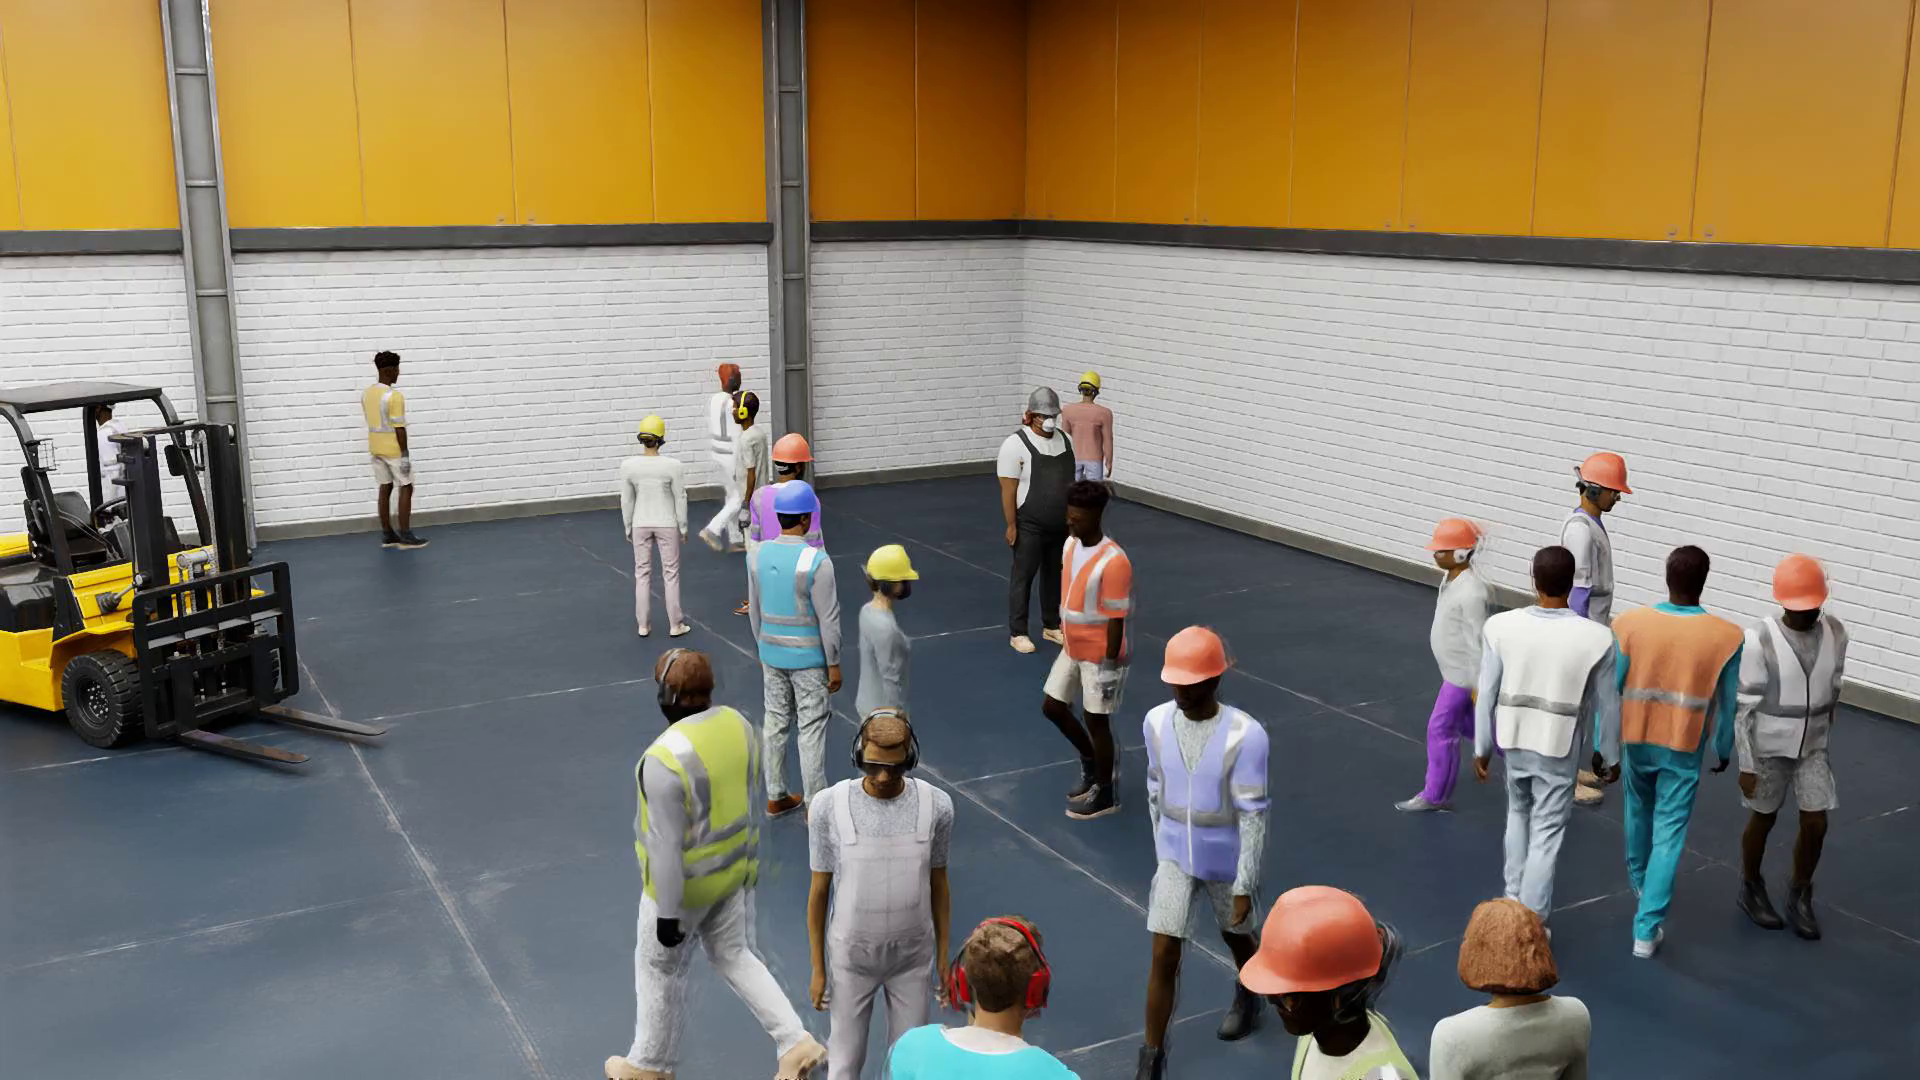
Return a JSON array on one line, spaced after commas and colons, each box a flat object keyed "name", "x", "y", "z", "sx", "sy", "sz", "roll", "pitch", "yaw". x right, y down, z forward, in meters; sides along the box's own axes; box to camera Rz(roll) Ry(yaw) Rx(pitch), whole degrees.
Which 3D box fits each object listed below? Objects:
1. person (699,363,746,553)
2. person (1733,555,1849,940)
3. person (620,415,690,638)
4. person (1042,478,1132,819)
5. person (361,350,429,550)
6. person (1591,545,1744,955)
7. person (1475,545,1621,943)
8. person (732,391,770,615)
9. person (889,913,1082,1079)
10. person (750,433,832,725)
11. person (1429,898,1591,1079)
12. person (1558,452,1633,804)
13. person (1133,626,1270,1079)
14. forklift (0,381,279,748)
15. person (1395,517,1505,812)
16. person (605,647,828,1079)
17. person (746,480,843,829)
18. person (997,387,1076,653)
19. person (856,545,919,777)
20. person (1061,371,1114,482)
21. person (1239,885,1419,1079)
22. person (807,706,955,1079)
[{"name": "person", "x": -2.233, "y": -0.775, "z": 15.994, "sx": 0.582, "sy": 1.867, "sz": 0.595, "roll": -7, "pitch": 14, "yaw": -30}, {"name": "person", "x": 3.857, "y": 0.965, "z": 7.797, "sx": 0.581, "sy": 1.883, "sz": 0.597, "roll": -1, "pitch": 12, "yaw": -4}, {"name": "person", "x": -2.394, "y": -0.102, "z": 13.087, "sx": 0.524, "sy": 1.770, "sz": 0.315, "roll": 1, "pitch": 12, "yaw": 4}, {"name": "person", "x": 0.711, "y": 0.612, "z": 9.295, "sx": 0.420, "sy": 1.948, "sz": 0.633, "roll": -6, "pitch": 13, "yaw": -25}, {"name": "person", "x": -5.580, "y": -0.883, "z": 16.306, "sx": 0.635, "sy": 1.961, "sz": 0.395, "roll": 9, "pitch": 15, "yaw": 37}, {"name": "person", "x": 3.382, "y": 0.946, "z": 7.935, "sx": 0.602, "sy": 1.861, "sz": 1.002, "roll": 8, "pitch": 14, "yaw": 31}, {"name": "person", "x": 2.762, "y": 0.963, "z": 7.782, "sx": 0.611, "sy": 1.891, "sz": 0.675, "roll": 9, "pitch": 15, "yaw": 37}, {"name": "person", "x": -1.733, "y": -0.307, "z": 13.808, "sx": 0.309, "sy": 1.868, "sz": 0.534, "roll": 1, "pitch": 12, "yaw": 7}, {"name": "person", "x": 0.030, "y": 1.827, "z": 4.084, "sx": 0.573, "sy": 1.761, "sz": 1.050, "roll": 6, "pitch": 13, "yaw": 26}, {"name": "person", "x": -1.107, "y": 0.259, "z": 10.991, "sx": 0.553, "sy": 1.935, "sz": 0.361, "roll": 7, "pitch": 14, "yaw": 30}, {"name": "person", "x": 1.490, "y": 1.778, "z": 4.611, "sx": 0.504, "sy": 1.627, "sz": 0.276, "roll": -4, "pitch": 13, "yaw": -17}, {"name": "person", "x": 3.633, "y": 0.495, "z": 9.657, "sx": 0.385, "sy": 2.035, "sz": 0.605, "roll": 4, "pitch": 13, "yaw": 20}, {"name": "person", "x": 0.991, "y": 1.228, "z": 6.621, "sx": 0.548, "sy": 1.885, "sz": 1.018, "roll": 7, "pitch": 14, "yaw": 30}, {"name": "forklift", "x": -5.853, "y": 0.085, "z": 11.199, "sx": 2.313, "sy": 2.155, "sz": 1.214, "roll": 7, "pitch": 14, "yaw": 28}, {"name": "person", "x": 2.927, "y": 0.715, "z": 9.389, "sx": 0.779, "sy": 1.721, "sz": 0.584, "roll": 1, "pitch": 12, "yaw": 6}, {"name": "person", "x": -0.961, "y": 1.305, "z": 6.425, "sx": 0.863, "sy": 1.809, "sz": 0.636, "roll": 6, "pitch": 13, "yaw": 25}, {"name": "person", "x": -0.901, "y": 0.633, "z": 9.212, "sx": 0.605, "sy": 1.949, "sz": 0.383, "roll": 8, "pitch": 14, "yaw": 33}, {"name": "person", "x": 0.655, "y": -0.163, "z": 12.725, "sx": 0.689, "sy": 2.000, "sz": 0.538, "roll": -8, "pitch": 15, "yaw": -35}, {"name": "person", "x": -0.373, "y": 0.890, "z": 8.514, "sx": 0.310, "sy": 1.764, "sz": 0.578, "roll": -3, "pitch": 12, "yaw": -12}, {"name": "person", "x": 1.241, "y": -0.772, "z": 16.265, "sx": 0.532, "sy": 1.756, "sz": 0.338, "roll": 4, "pitch": 13, "yaw": 17}, {"name": "person", "x": 0.913, "y": 1.749, "z": 3.840, "sx": 0.598, "sy": 2.011, "sz": 0.620, "roll": 0, "pitch": 12, "yaw": -1}, {"name": "person", "x": -0.266, "y": 1.442, "z": 5.683, "sx": 0.506, "sy": 1.839, "sz": 0.344, "roll": -2, "pitch": 12, "yaw": -11}]
